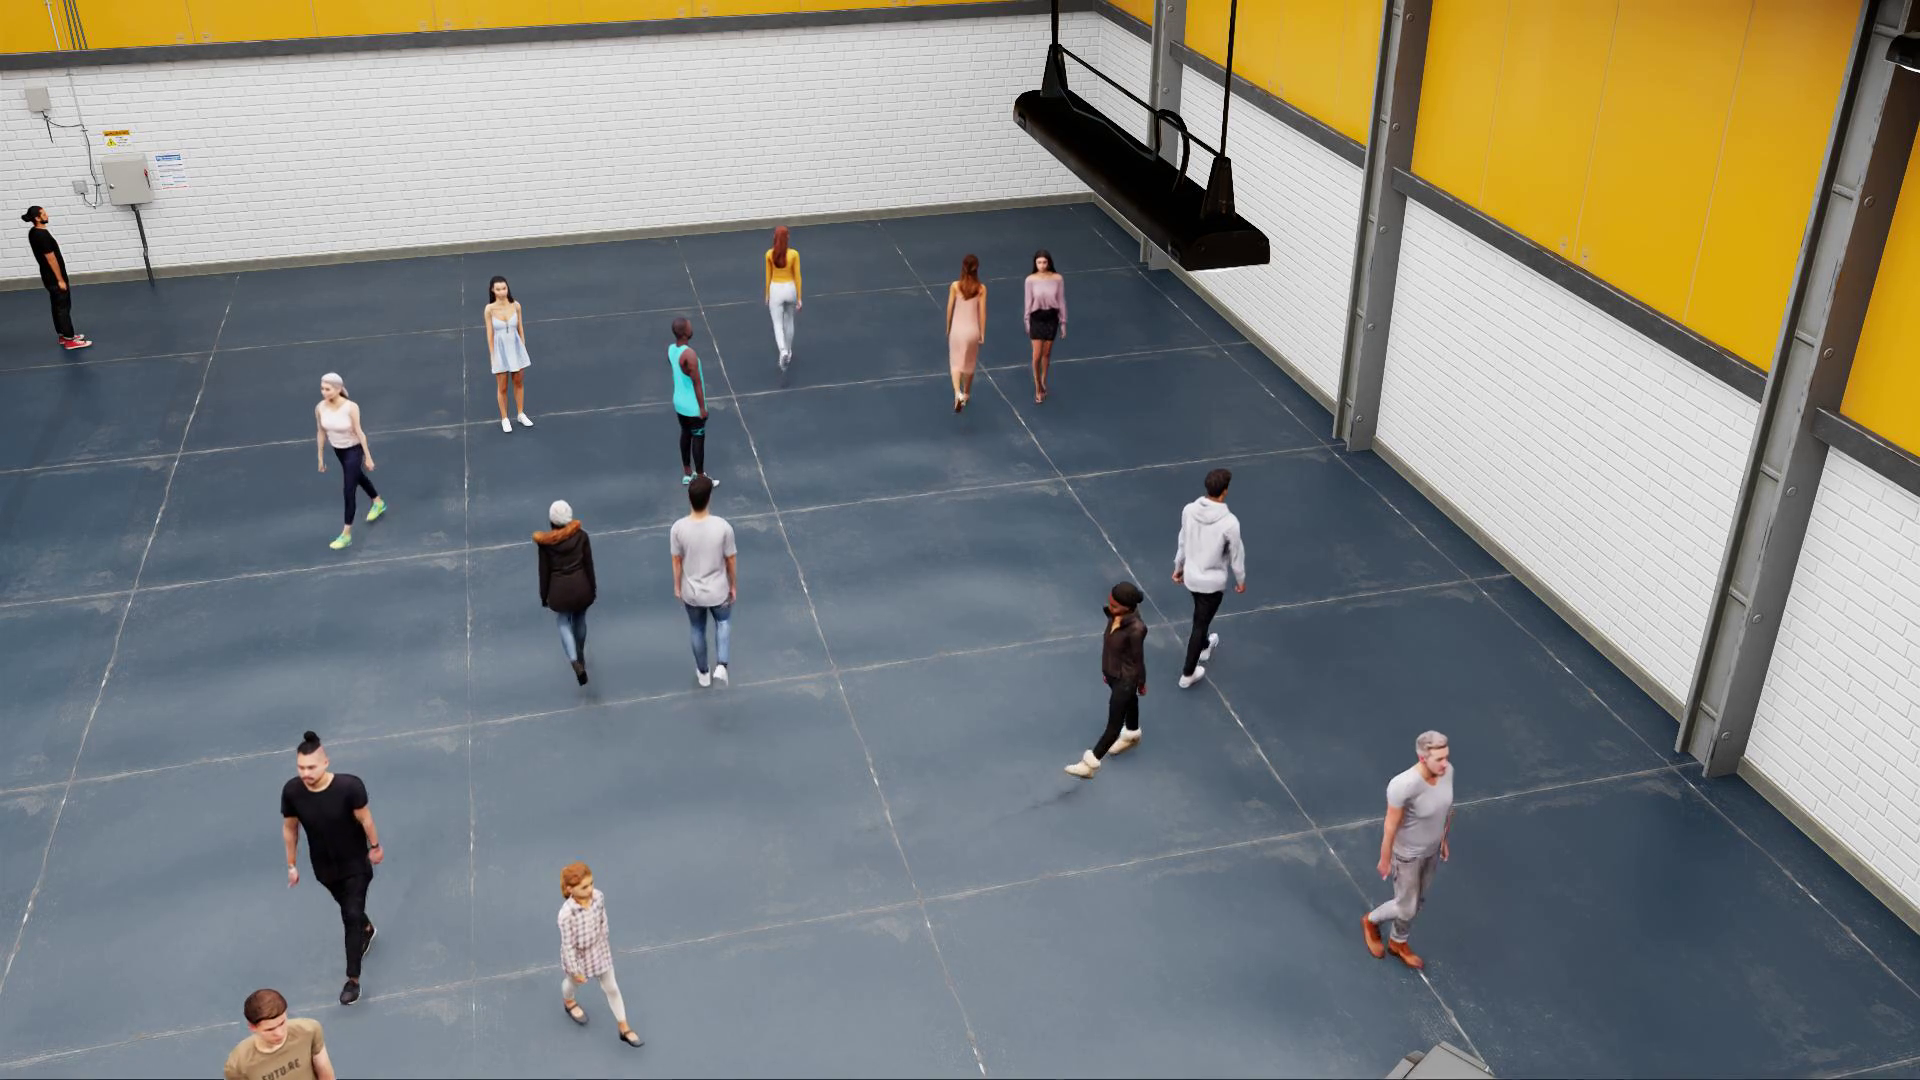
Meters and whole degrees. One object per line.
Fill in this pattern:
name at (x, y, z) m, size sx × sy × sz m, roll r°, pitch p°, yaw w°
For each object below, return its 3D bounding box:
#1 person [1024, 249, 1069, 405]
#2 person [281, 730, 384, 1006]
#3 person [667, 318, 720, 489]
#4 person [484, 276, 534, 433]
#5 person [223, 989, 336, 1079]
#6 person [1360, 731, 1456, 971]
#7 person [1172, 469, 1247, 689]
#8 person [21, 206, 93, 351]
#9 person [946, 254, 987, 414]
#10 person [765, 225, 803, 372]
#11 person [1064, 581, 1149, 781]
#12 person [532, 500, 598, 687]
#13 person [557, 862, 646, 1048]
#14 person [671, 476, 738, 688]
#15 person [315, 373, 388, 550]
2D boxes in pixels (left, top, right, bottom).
person at (0.928, -2.440, 18.709) m, size 0.670 × 1.788 × 0.742 m, roll -5°, pitch 29°, yaw -9°
person at (-3.944, 1.955, 10.608) m, size 0.904 × 1.830 × 1.172 m, roll 0°, pitch 29°, yaw 1°
person at (-2.756, -1.361, 16.709) m, size 0.764 × 1.808 × 0.639 m, roll -23°, pitch 36°, yaw -36°
person at (-4.907, -2.038, 18.033) m, size 0.652 × 1.729 × 0.633 m, roll -18°, pitch 33°, yaw -29°
person at (-3.513, 3.001, 8.688) m, size 0.922 × 1.833 × 1.107 m, roll -22°, pitch 36°, yaw -35°
person at (2.848, 1.930, 10.667) m, size 0.807 × 1.817 × 0.833 m, roll -19°, pitch 34°, yaw -31°
person at (1.939, 0.349, 13.480) m, size 1.082 × 1.899 × 1.106 m, roll 20°, pitch 35°, yaw 33°
person at (-10.957, -3.181, 20.099) m, size 0.782 × 1.758 × 0.671 m, roll -23°, pitch 36°, yaw -36°
person at (0.057, -2.217, 18.283) m, size 0.786 × 1.805 × 1.071 m, roll 1°, pitch 29°, yaw 2°
person at (-2.072, -2.811, 19.444) m, size 0.723 × 1.735 × 1.082 m, roll -1°, pitch 29°, yaw -2°
person at (1.070, 1.058, 12.466) m, size 0.806 × 1.624 × 1.057 m, roll 4°, pitch 29°, yaw 6°
person at (-3.187, 0.438, 13.611) m, size 0.693 × 1.616 × 0.983 m, roll -11°, pitch 31°, yaw -20°
person at (-2.343, 2.501, 10.181) m, size 0.968 × 1.280 × 0.801 m, roll 24°, pitch 37°, yaw 37°
person at (-2.052, 0.414, 13.390) m, size 0.754 × 1.870 × 0.857 m, roll -3°, pitch 29°, yaw -6°
person at (-5.799, -0.831, 15.905) m, size 1.052 × 1.649 × 1.269 m, roll 8°, pitch 30°, yaw 15°
